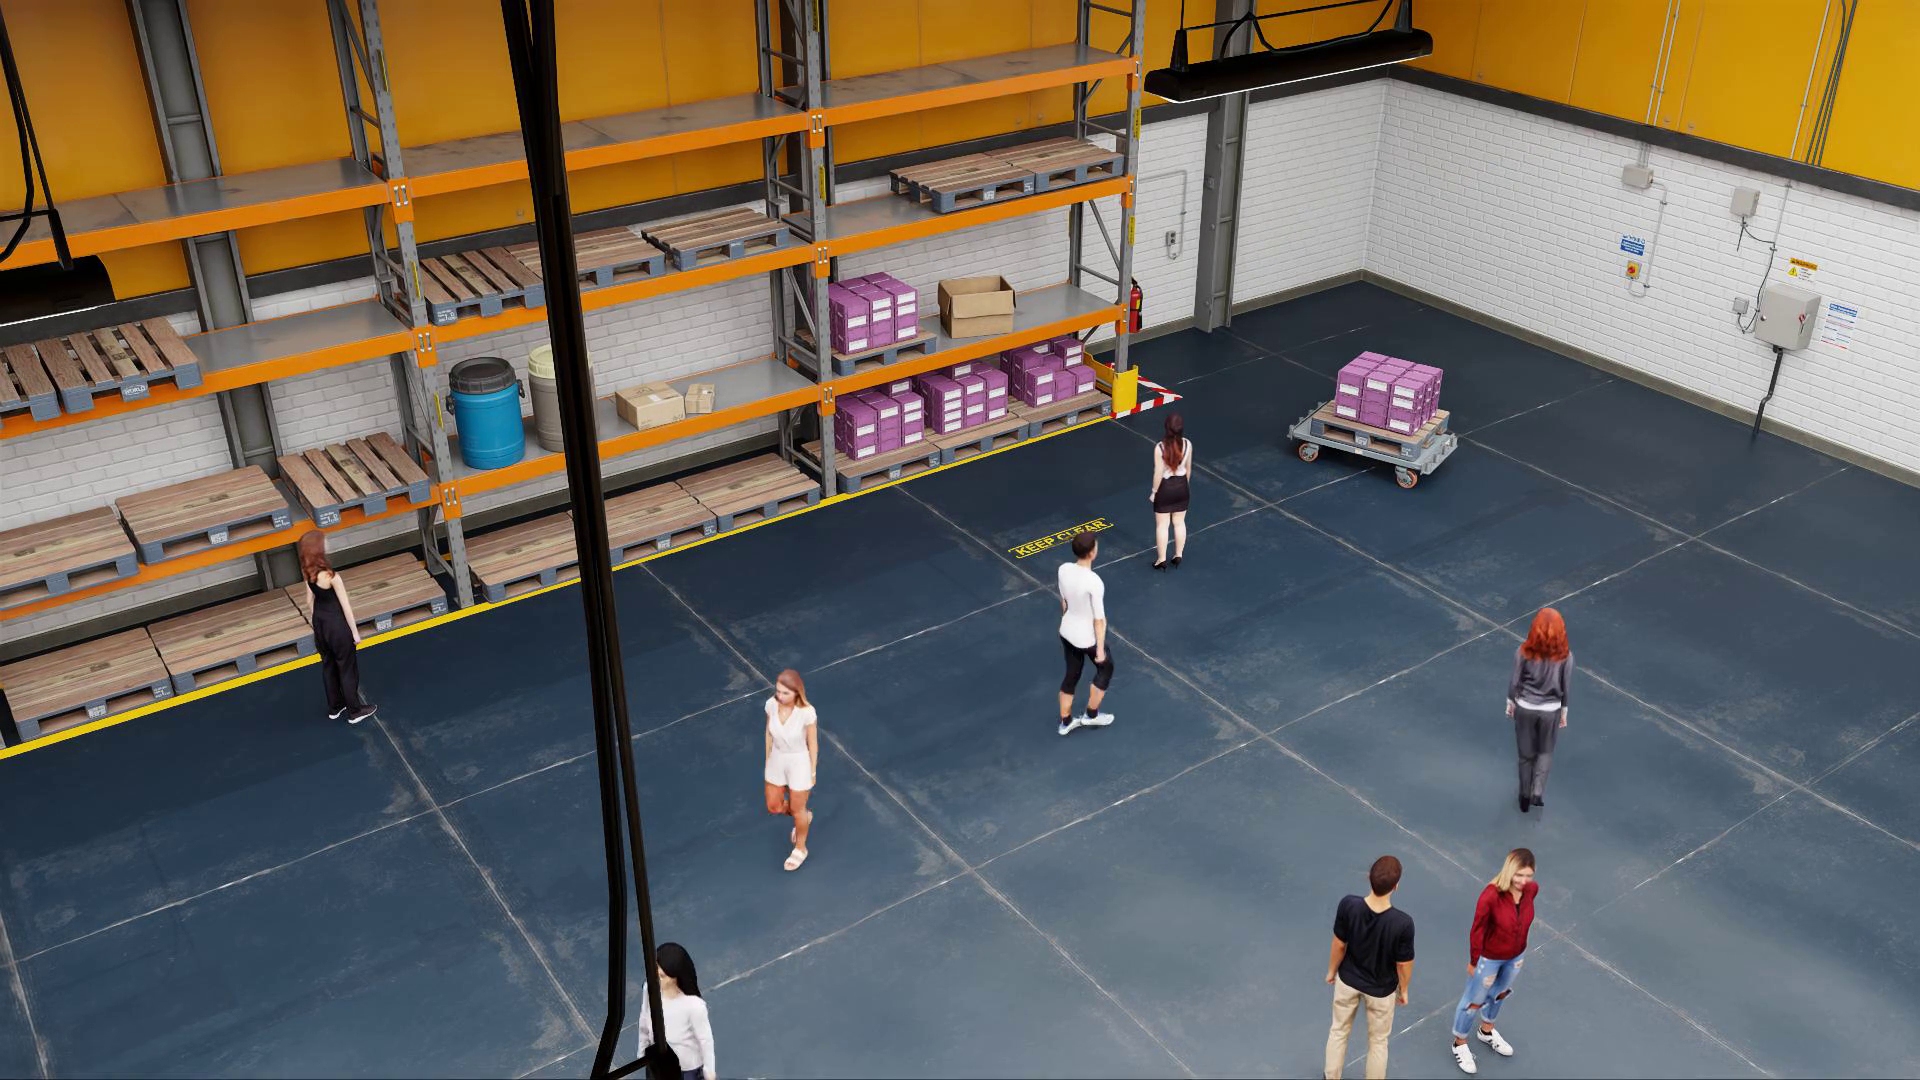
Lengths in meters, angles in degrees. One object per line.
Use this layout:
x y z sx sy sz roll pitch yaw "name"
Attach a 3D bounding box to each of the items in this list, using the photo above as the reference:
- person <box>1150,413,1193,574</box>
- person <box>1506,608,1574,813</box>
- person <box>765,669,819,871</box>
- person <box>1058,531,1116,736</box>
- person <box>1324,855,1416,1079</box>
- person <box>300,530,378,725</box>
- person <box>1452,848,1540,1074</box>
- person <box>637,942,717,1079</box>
2.024 -0.458 15.974 0.527 1.648 0.665 -10 30 -17 "person"
4.338 1.352 12.538 0.726 1.761 0.776 10 30 17 "person"
-1.184 1.610 12.145 0.746 1.685 0.813 12 31 21 "person"
0.925 0.798 13.474 0.737 1.837 0.725 -23 36 -35 "person"
2.452 2.668 10.025 0.725 1.857 0.714 13 31 22 "person"
-5.197 0.711 13.732 0.666 1.743 0.673 12 31 21 "person"
3.365 2.585 10.410 0.517 1.634 0.698 -13 31 -22 "person"
-1.556 2.963 9.659 0.718 1.690 0.712 19 34 30 "person"
